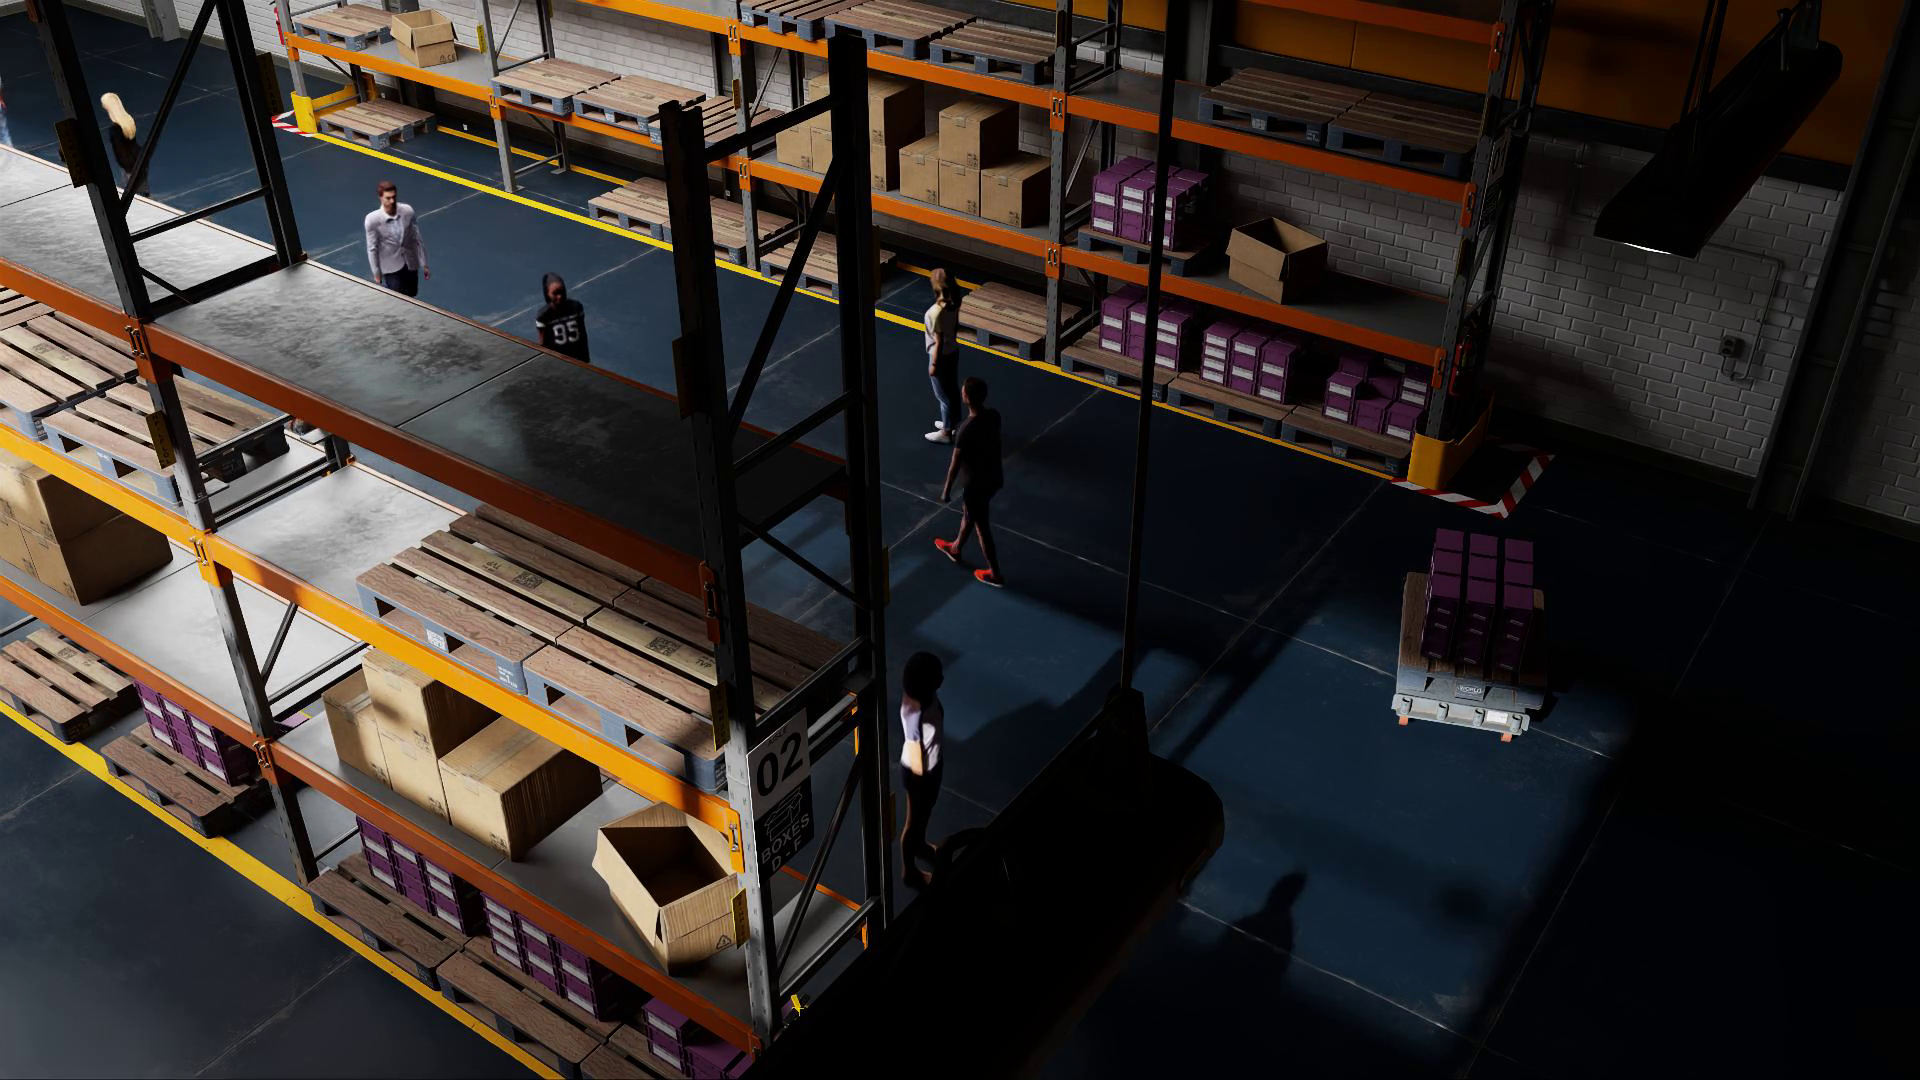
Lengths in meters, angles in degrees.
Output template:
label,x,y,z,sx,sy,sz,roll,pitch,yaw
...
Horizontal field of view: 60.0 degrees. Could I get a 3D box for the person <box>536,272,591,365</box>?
label,x,y,z,sx,sy,sz,roll,pitch,yaw
person,-3.609,-1.629,15.155,0.957,1.689,1.224,-18,38,-25

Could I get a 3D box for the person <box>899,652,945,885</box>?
label,x,y,z,sx,sy,sz,roll,pitch,yaw
person,-0.244,1.420,10.531,0.613,1.730,0.643,8,34,12

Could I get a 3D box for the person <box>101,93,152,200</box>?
label,x,y,z,sx,sy,sz,roll,pitch,yaw
person,-9.238,-4.166,18.849,0.895,1.824,0.801,3,34,4

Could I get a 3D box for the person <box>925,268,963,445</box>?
label,x,y,z,sx,sy,sz,roll,pitch,yaw
person,-0.137,-1.684,15.205,0.616,1.726,0.673,13,36,19

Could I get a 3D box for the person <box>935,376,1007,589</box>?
label,x,y,z,sx,sy,sz,roll,pitch,yaw
person,0.218,-0.413,13.203,0.993,1.824,0.686,22,40,30

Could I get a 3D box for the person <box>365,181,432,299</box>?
label,x,y,z,sx,sy,sz,roll,pitch,yaw
person,-5.687,-2.781,16.767,0.800,1.823,0.992,-27,42,-34
